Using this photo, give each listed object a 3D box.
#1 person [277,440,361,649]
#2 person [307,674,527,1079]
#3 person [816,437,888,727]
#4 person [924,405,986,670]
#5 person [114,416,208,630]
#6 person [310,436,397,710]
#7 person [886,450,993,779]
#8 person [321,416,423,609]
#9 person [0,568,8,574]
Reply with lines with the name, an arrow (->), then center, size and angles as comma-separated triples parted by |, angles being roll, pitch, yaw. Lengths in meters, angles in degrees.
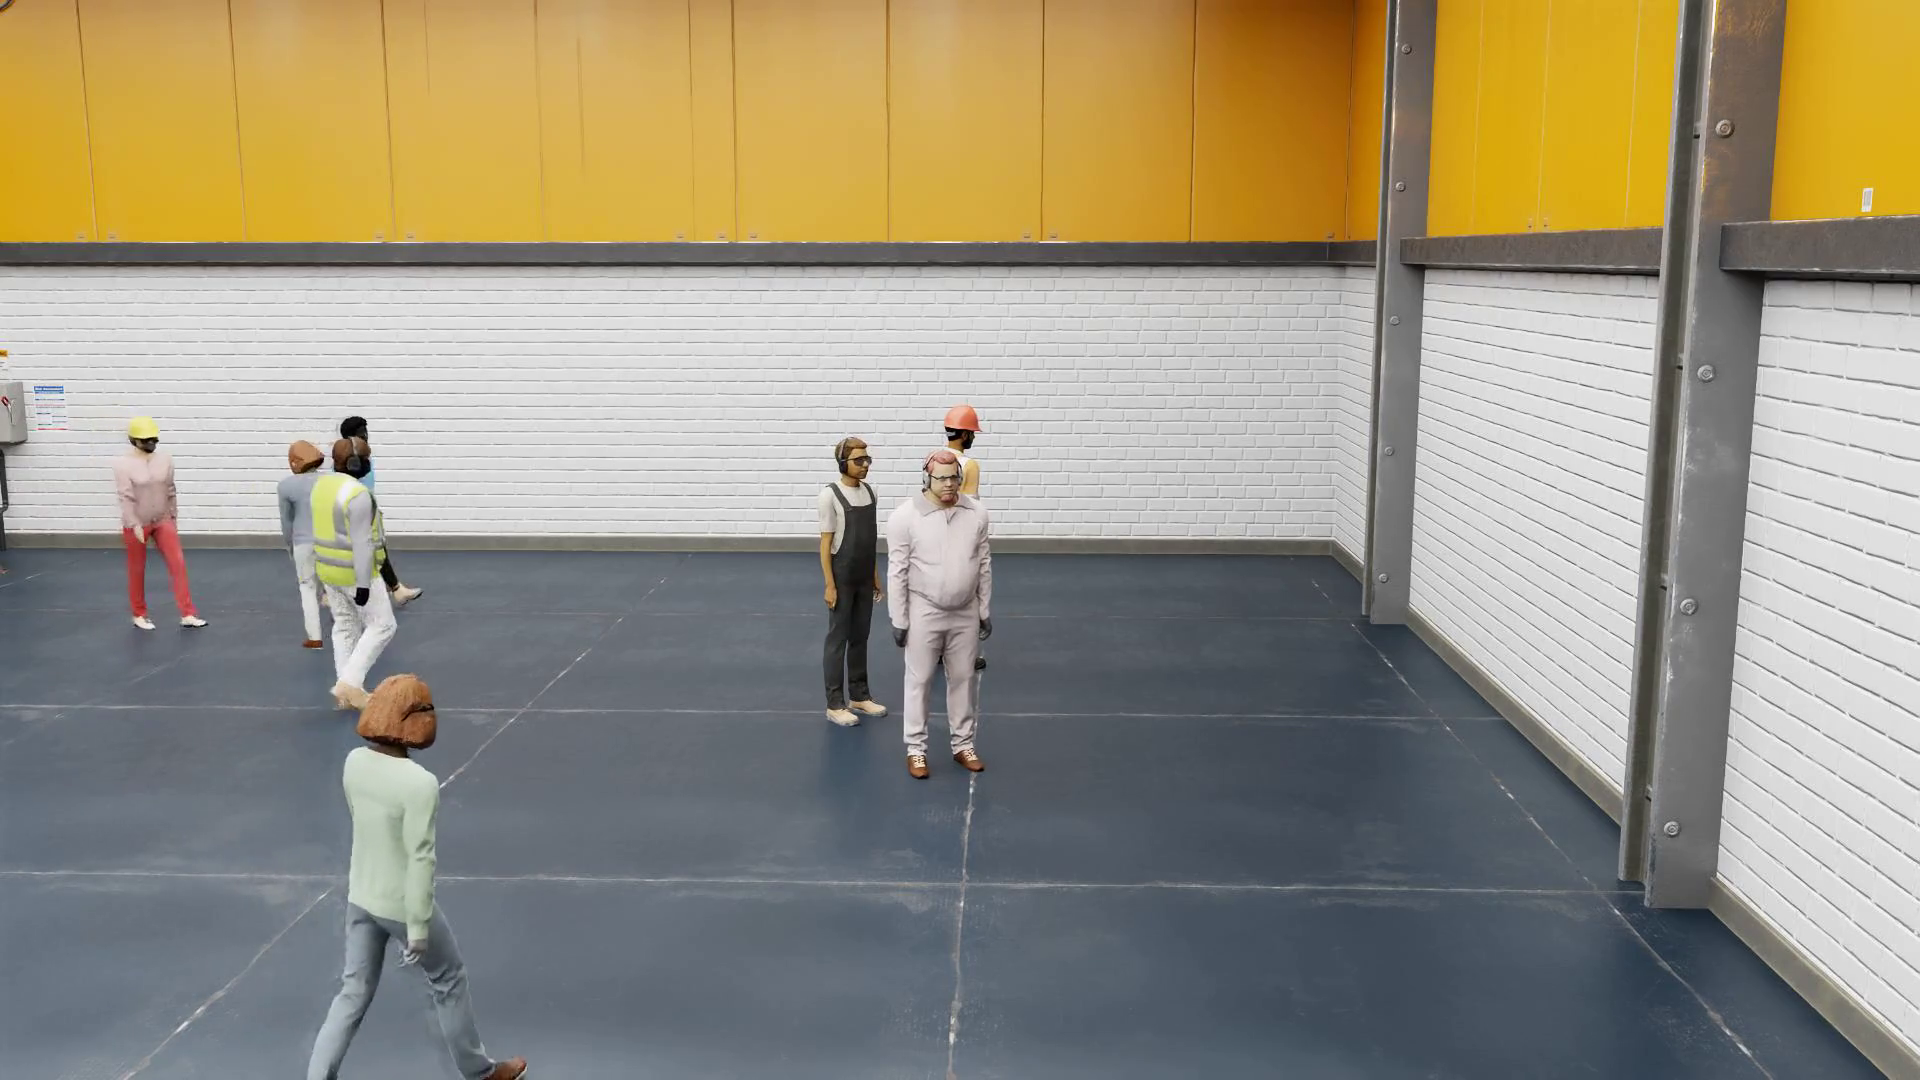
person -> -4.834, 0.038, 12.688 | 0.667, 1.607, 0.383 | -2, 10, -10
person -> -1.941, 1.243, 5.682 | 0.502, 1.589, 0.826 | 7, 12, 34
person -> -0.690, 0.259, 10.696 | 0.345, 1.847, 0.507 | 7, 12, 37
person -> -0.014, -0.013, 12.050 | 0.381, 1.929, 0.542 | -8, 13, -40
person -> -6.373, -0.111, 13.192 | 0.830, 1.732, 0.525 | 7, 12, 35
person -> -3.986, 0.231, 10.914 | 0.640, 1.829, 0.431 | 8, 13, 39
person -> -0.098, 0.424, 9.582 | 0.643, 1.900, 0.403 | -5, 11, -25
person -> -5.036, -0.216, 14.035 | 0.892, 1.647, 0.554 | 2, 10, 11
person -> -9.333, -0.569, 15.568 | 0.548, 1.839, 0.531 | -1, 10, -4
